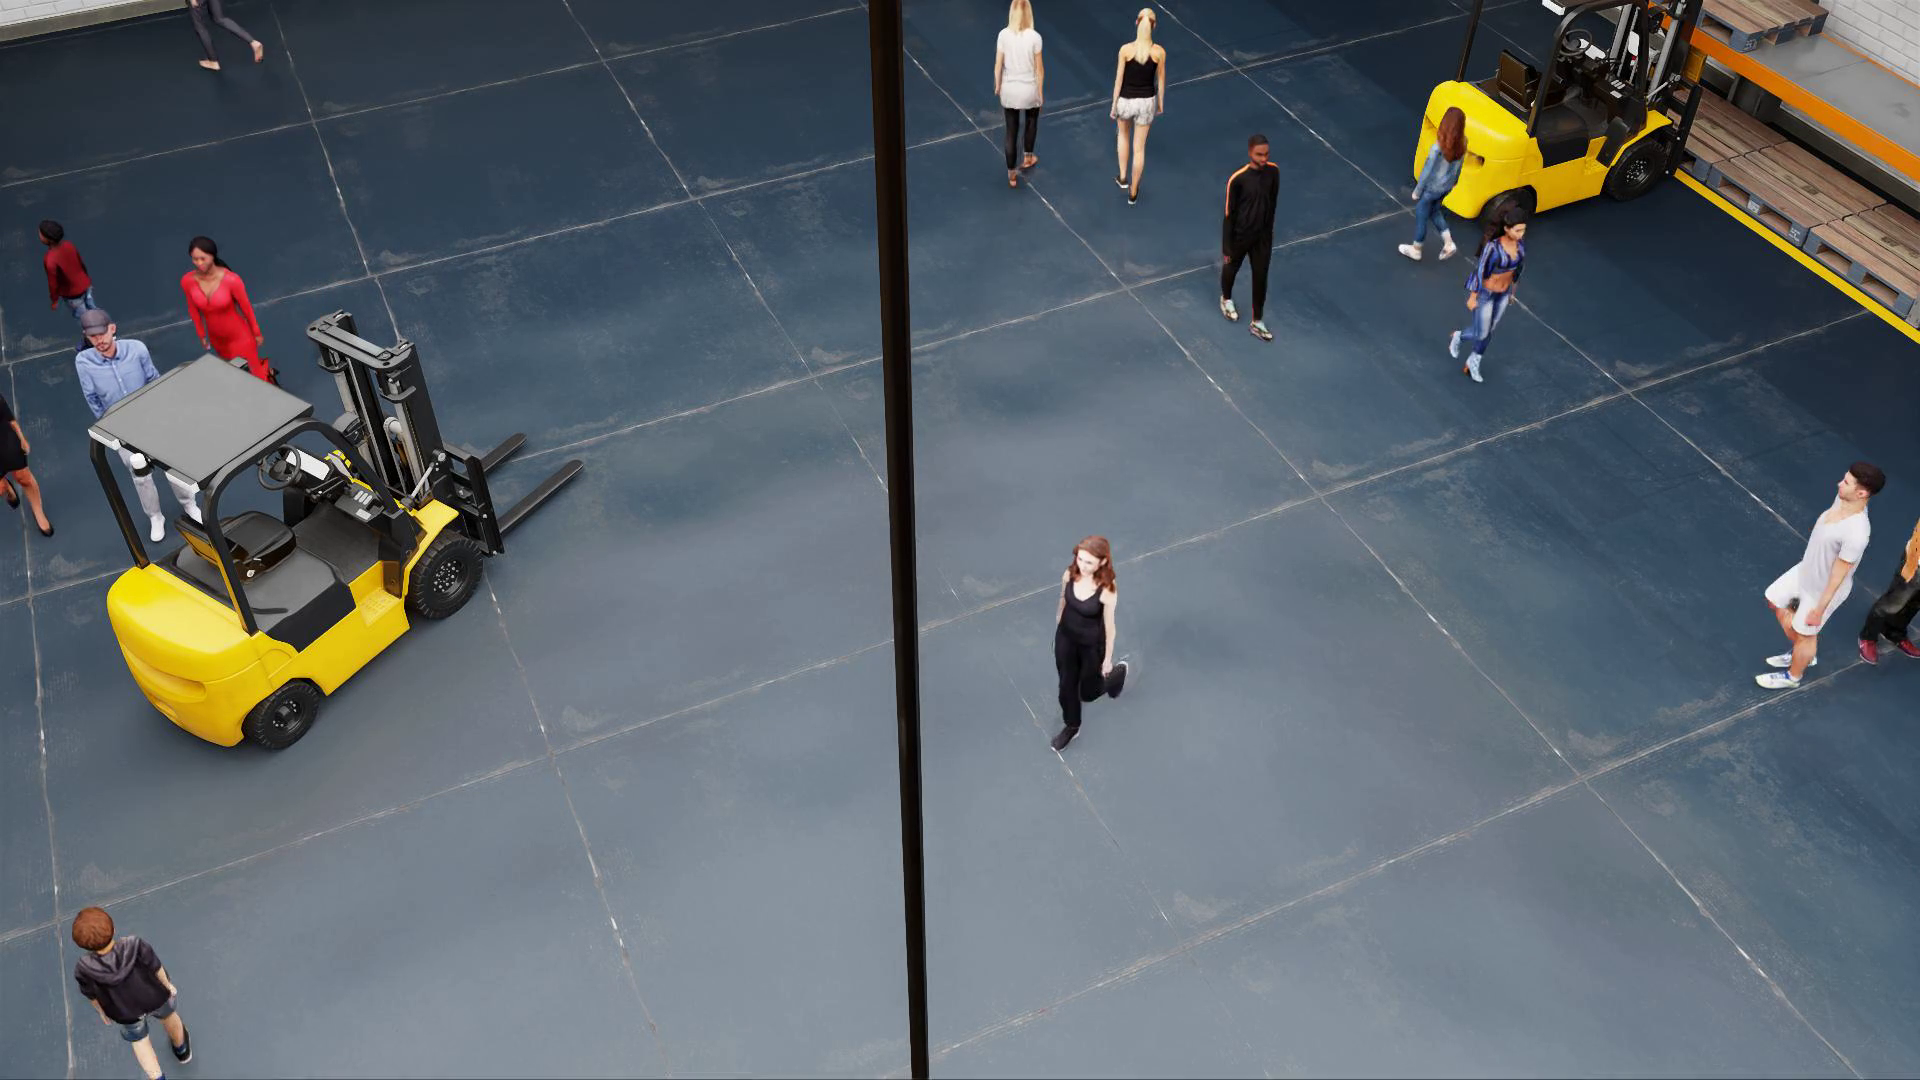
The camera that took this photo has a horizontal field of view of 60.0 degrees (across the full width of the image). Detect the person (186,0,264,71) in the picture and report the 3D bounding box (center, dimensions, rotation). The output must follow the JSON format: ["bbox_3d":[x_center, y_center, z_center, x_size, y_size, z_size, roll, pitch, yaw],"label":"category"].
[{"bbox_3d":[-7.635,-5.603,16.916,1.037,1.749,1.006,11,45,11],"label":"person"}]

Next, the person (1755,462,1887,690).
[{"bbox_3d":[5.631,0.256,10.705,0.980,1.834,0.888,6,44,6],"label":"person"}]

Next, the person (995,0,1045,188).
[{"bbox_3d":[0.536,-4.057,15.250,0.843,1.809,0.917,8,44,8],"label":"person"}]

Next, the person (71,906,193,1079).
[{"bbox_3d":[-4.301,2.443,8.701,0.572,1.431,0.819,-21,47,-21],"label":"person"}]

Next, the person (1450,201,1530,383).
[{"bbox_3d":[4.183,-1.990,13.224,0.627,1.612,0.658,-18,47,-18],"label":"person"}]

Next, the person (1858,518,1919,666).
[{"bbox_3d":[6.375,0.082,10.921,0.686,1.799,0.584,-17,46,-17],"label":"person"}]

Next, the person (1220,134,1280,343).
[{"bbox_3d":[2.332,-2.576,13.715,0.749,1.782,0.982,-12,45,-13],"label":"person"}]

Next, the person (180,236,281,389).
[{"bbox_3d":[-5.519,-1.575,12.694,0.930,1.752,1.171,2,44,2],"label":"person"}]

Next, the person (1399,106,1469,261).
[{"bbox_3d":[4.194,-3.037,14.429,0.683,1.465,0.800,-29,51,-27],"label":"person"}]

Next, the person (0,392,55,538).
[{"bbox_3d":[-6.891,-0.718,11.849,0.631,1.665,0.743,-26,50,-25],"label":"person"}]

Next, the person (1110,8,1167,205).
[{"bbox_3d":[1.599,-3.899,15.072,0.788,1.826,0.834,3,44,3],"label":"person"}]

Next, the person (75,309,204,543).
[{"bbox_3d":[-5.850,-0.839,11.815,0.666,1.887,0.591,-22,48,-21],"label":"person"}]

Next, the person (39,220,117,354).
[{"bbox_3d":[-7.183,-2.048,13.547,0.673,1.251,0.591,6,44,6],"label":"person"}]

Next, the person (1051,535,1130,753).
[{"bbox_3d":[0.833,0.589,10.432,0.973,1.729,0.905,29,51,27],"label":"person"}]
